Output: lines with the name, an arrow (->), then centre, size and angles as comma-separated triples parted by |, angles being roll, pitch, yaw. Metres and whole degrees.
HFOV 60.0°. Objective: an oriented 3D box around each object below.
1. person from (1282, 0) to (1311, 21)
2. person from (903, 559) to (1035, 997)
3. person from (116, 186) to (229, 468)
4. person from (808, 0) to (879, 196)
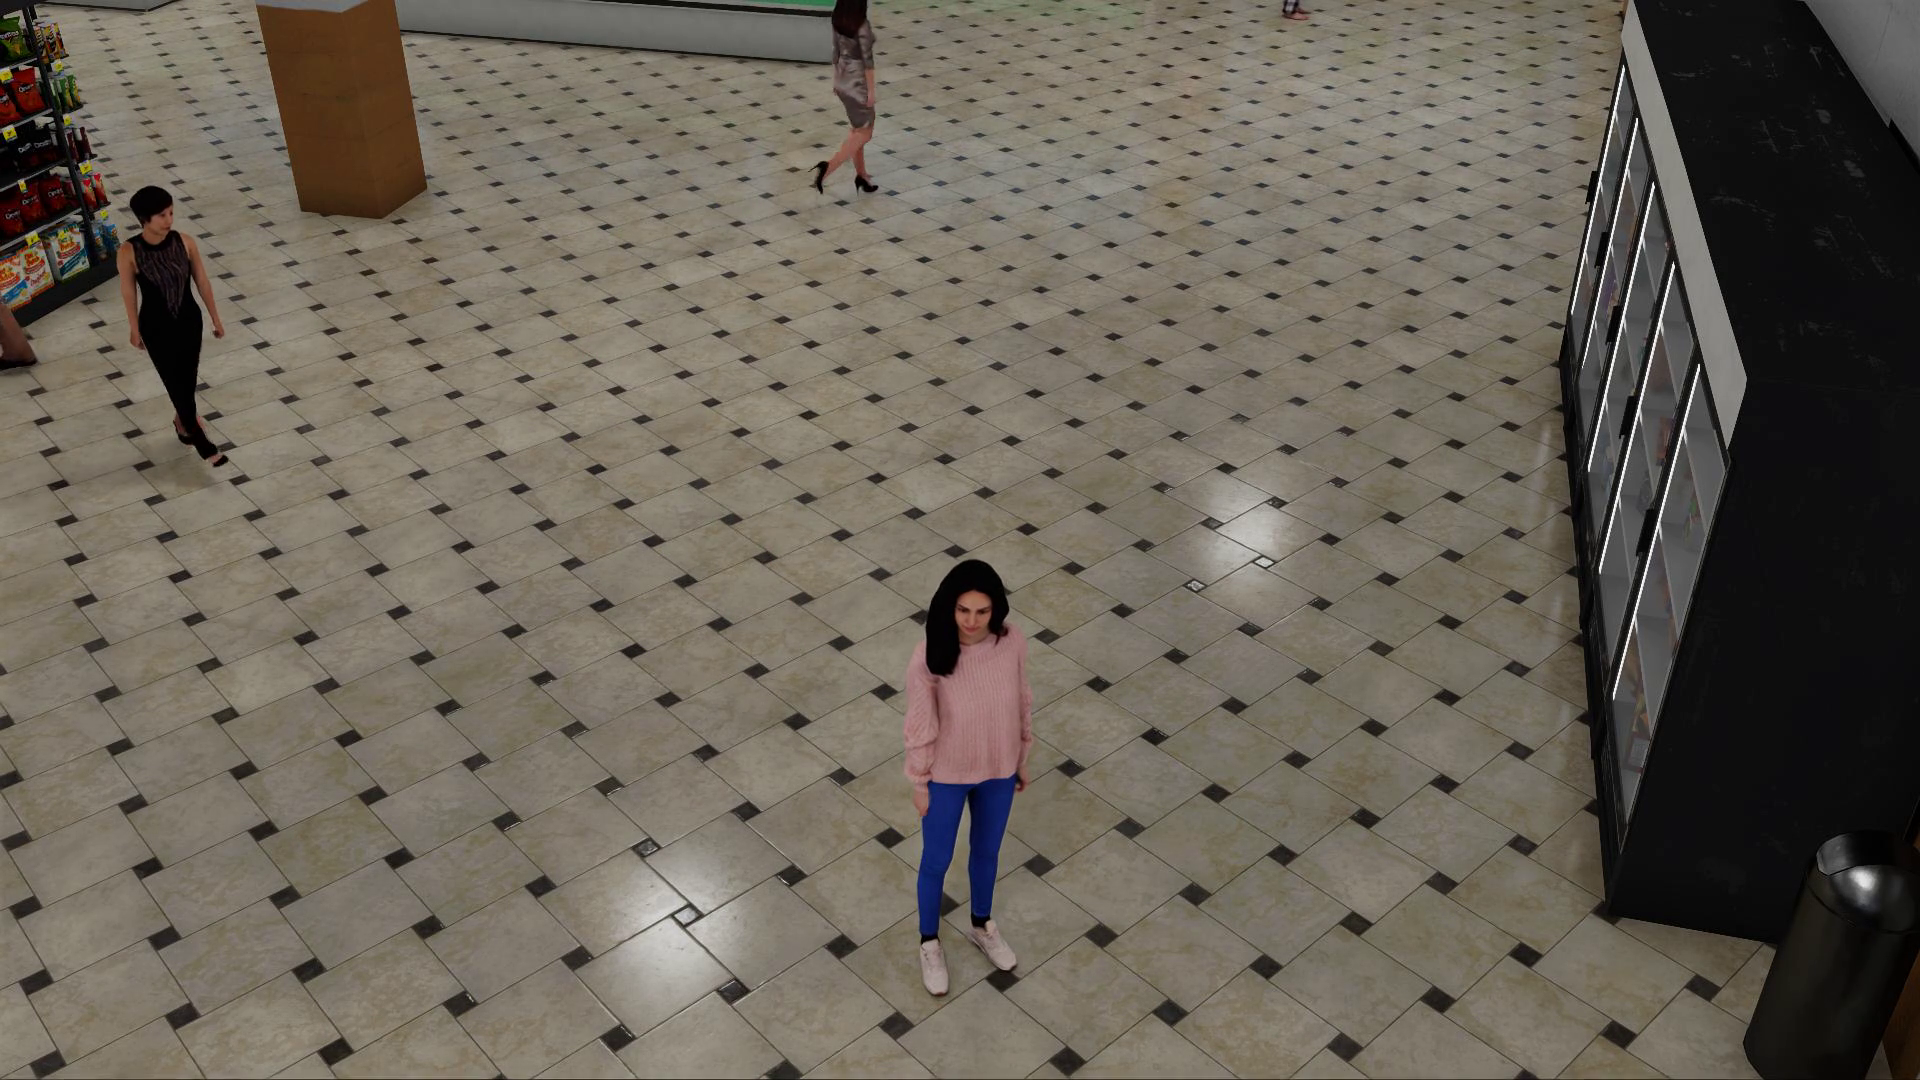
person -> 3.588, -6.394, 17.288 | 0.520, 1.846, 0.617 | 8, 33, 13
person -> 0.021, 0.805, 5.791 | 0.691, 1.769, 0.782 | -12, 34, -19
person -> -4.385, -1.191, 9.201 | 0.908, 1.556, 1.101 | -27, 41, -36
person -> -0.854, -3.373, 12.543 | 0.971, 1.730, 0.996 | -26, 40, -36
